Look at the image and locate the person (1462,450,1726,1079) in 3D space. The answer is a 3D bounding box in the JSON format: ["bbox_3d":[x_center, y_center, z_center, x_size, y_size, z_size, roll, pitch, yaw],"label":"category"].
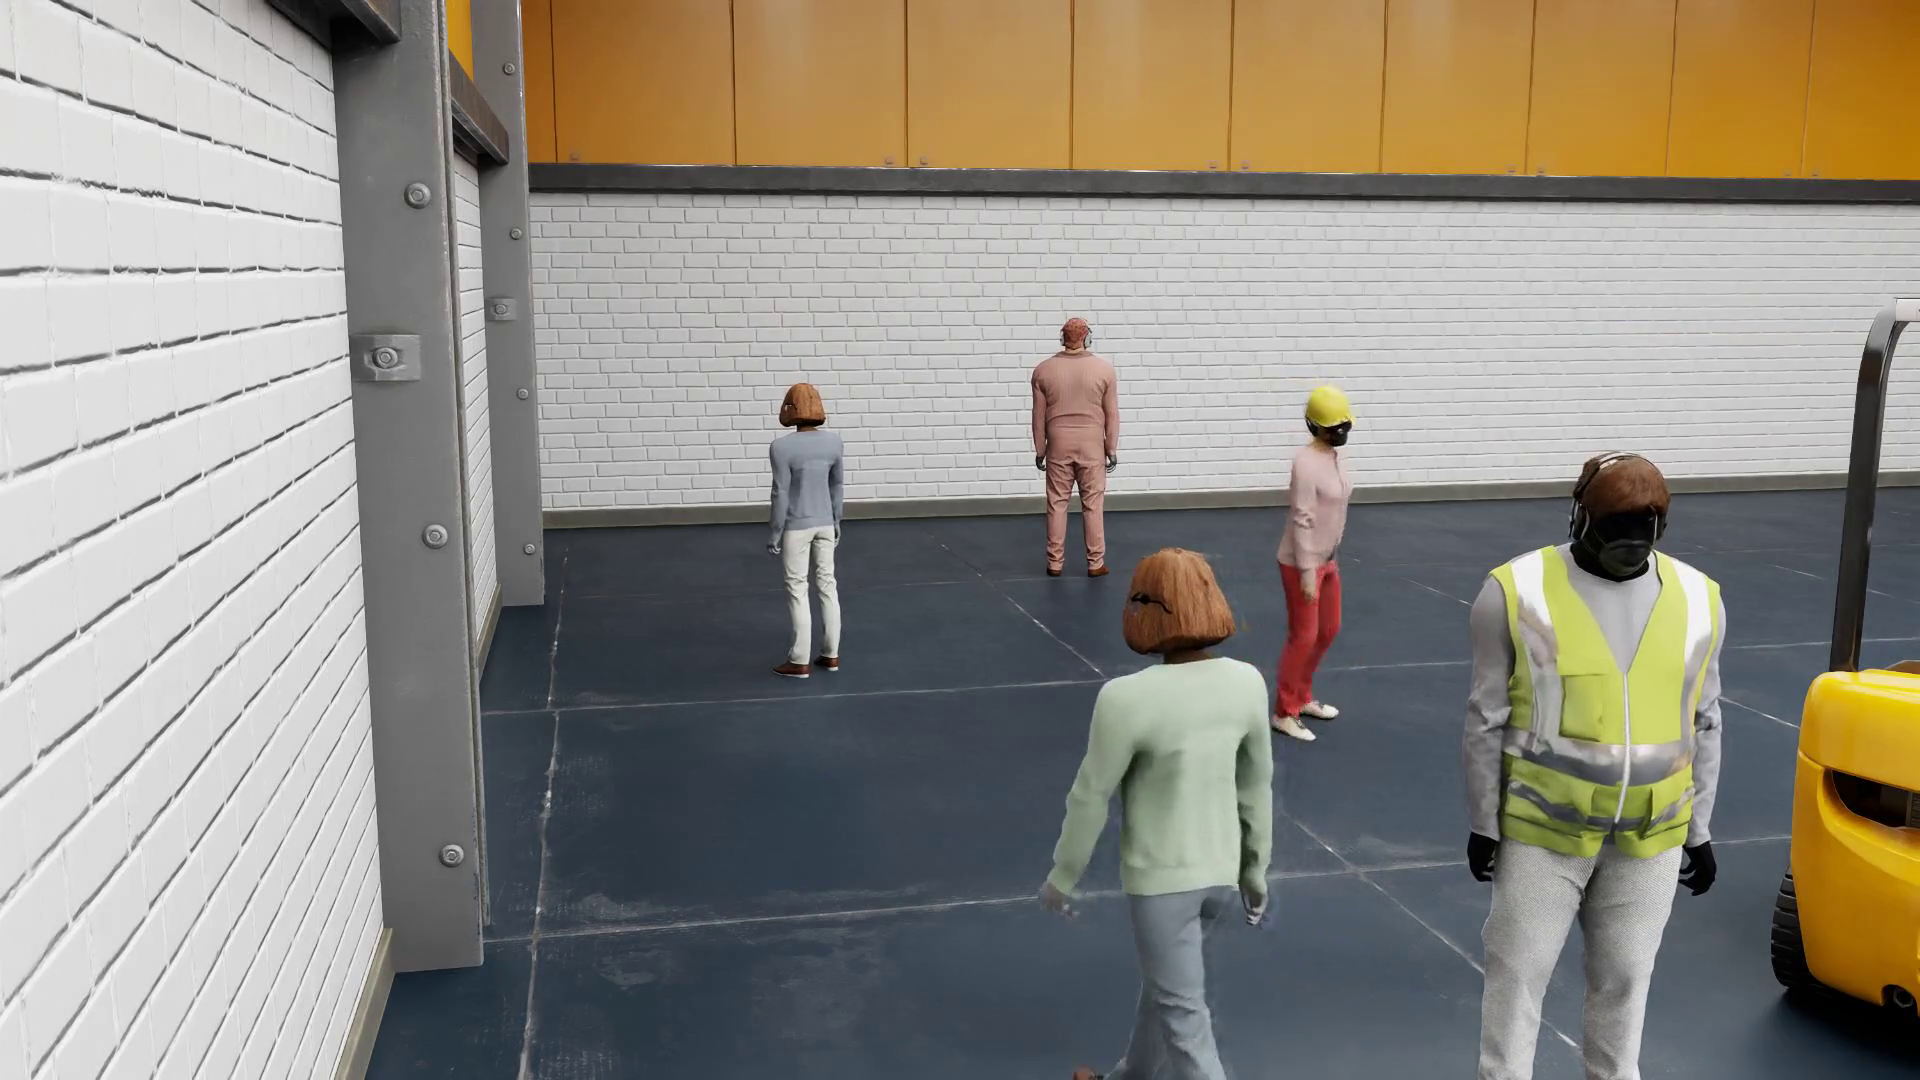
[{"bbox_3d":[1.536,0.698,4.045,0.621,1.838,0.429,0,9,2],"label":"person"}]

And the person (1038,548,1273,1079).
[{"bbox_3d":[0.465,0.814,4.062,0.514,1.597,0.825,-7,12,-37],"label":"person"}]

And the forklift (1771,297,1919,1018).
[{"bbox_3d":[3.542,0.334,5.177,2.313,2.155,1.214,-9,13,-43],"label":"forklift"}]

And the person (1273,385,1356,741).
[{"bbox_3d":[1.700,0.113,7.948,0.447,1.724,0.574,7,11,35],"label":"person"}]

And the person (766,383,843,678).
[{"bbox_3d":[-0.857,-0.054,9.243,0.507,1.632,0.274,-9,13,-44],"label":"person"}]

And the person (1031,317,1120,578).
[{"bbox_3d":[0.848,-0.672,12.180,0.643,1.909,0.409,2,9,10],"label":"person"}]
